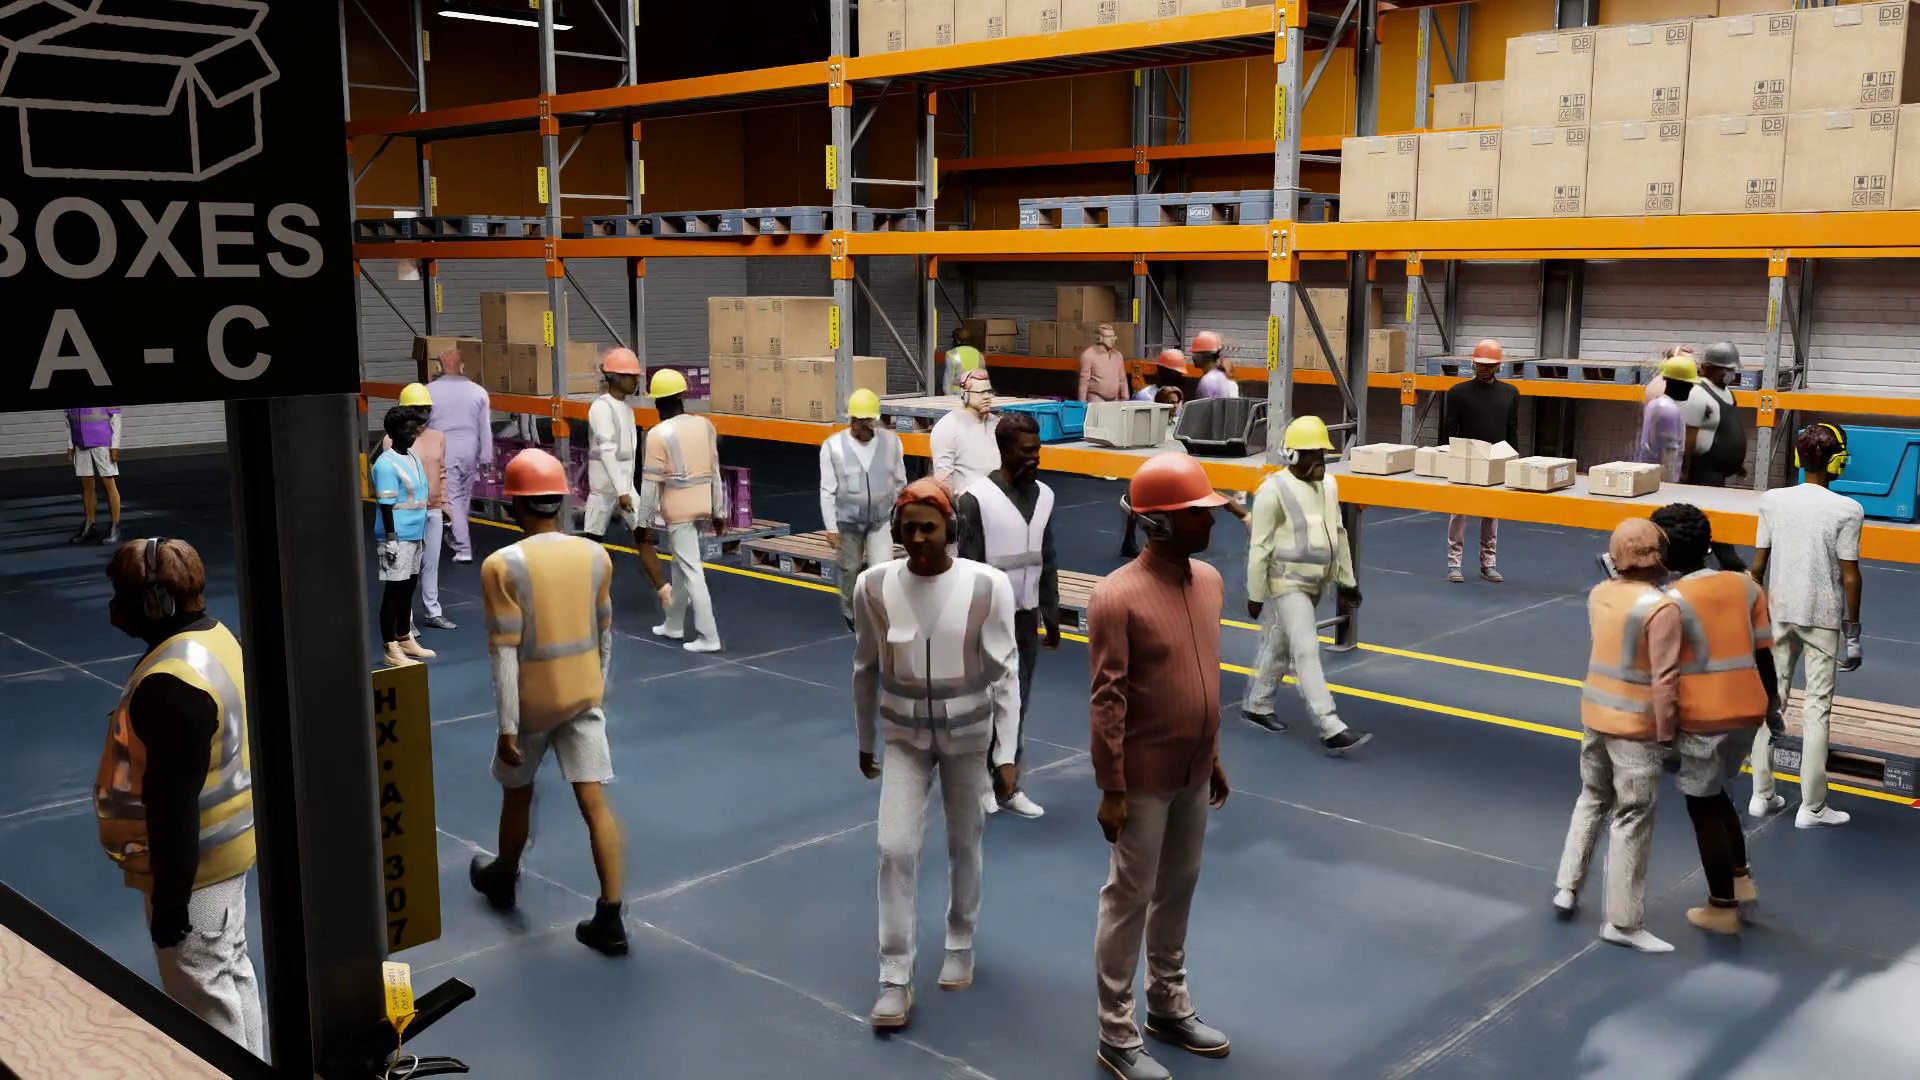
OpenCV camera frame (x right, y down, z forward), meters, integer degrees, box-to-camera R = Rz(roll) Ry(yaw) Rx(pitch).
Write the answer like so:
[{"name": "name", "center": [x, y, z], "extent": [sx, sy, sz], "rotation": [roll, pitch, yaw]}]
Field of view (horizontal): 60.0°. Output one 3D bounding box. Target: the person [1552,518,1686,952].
[{"name": "person", "center": [2.539, 0.731, 6.343], "extent": [0.338, 1.623, 0.575], "rotation": [-2, 9, -10]}]

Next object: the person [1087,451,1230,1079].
[{"name": "person", "center": [0.641, 0.713, 5.268], "extent": [0.370, 1.996, 0.622], "rotation": [9, 13, 43]}]

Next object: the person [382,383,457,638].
[{"name": "person", "center": [-3.783, -0.213, 11.649], "extent": [0.301, 1.772, 0.524], "rotation": [6, 11, 32]}]

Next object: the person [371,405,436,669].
[{"name": "person", "center": [-3.582, -0.022, 10.704], "extent": [0.318, 1.694, 0.539], "rotation": [0, 9, 3]}]

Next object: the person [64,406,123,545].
[{"name": "person", "center": [-8.055, -0.911, 15.429], "extent": [0.545, 1.933, 0.376], "rotation": [2, 9, 12]}]

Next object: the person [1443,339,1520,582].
[{"name": "person", "center": [4.258, -0.640, 13.584], "extent": [0.622, 1.989, 0.390], "rotation": [0, 9, -2]}]

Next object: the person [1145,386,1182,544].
[{"name": "person", "center": [1.643, -0.415, 13.301], "extent": [0.525, 1.638, 0.317], "rotation": [-6, 11, -34]}]

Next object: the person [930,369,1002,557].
[{"name": "person", "center": [0.102, -0.166, 10.944], "extent": [0.399, 1.908, 0.643], "rotation": [9, 13, 43]}]

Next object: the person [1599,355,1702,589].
[{"name": "person", "center": [5.404, -0.493, 12.953], "extent": [0.598, 1.903, 0.595], "rotation": [3, 10, 17]}]

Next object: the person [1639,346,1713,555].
[{"name": "person", "center": [6.418, -0.780, 14.795], "extent": [0.875, 1.869, 0.685], "rotation": [8, 12, 41]}]

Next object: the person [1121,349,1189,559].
[{"name": "person", "center": [1.719, -0.715, 14.451], "extent": [0.539, 1.887, 0.933], "rotation": [-6, 11, -31]}]

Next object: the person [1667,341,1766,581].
[{"name": "person", "center": [6.119, -0.669, 13.615], "extent": [0.957, 2.000, 0.687], "rotation": [7, 12, 37]}]

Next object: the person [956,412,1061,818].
[{"name": "person", "center": [0.234, 0.358, 7.719], "extent": [0.456, 1.904, 0.628], "rotation": [8, 12, 41]}]

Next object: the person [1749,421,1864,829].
[{"name": "person", "center": [3.899, 0.389, 7.653], "extent": [0.321, 1.871, 0.532], "rotation": [-6, 11, -34]}]

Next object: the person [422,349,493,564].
[{"name": "person", "center": [-4.493, -0.745, 14.661], "extent": [0.641, 1.853, 0.979], "rotation": [-8, 12, -39]}]

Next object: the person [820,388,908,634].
[{"name": "person", "center": [-0.645, -0.159, 11.342], "extent": [0.636, 1.781, 0.942], "rotation": [-2, 9, -11]}]

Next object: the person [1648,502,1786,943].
[{"name": "person", "center": [2.874, 0.693, 6.417], "extent": [0.558, 1.652, 0.514], "rotation": [-4, 10, -21]}]

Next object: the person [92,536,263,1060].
[{"name": "person", "center": [-2.171, 0.897, 4.664], "extent": [0.430, 1.836, 0.619], "rotation": [-3, 10, -18]}]

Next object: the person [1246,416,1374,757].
[{"name": "person", "center": [1.876, 0.230, 8.878], "extent": [0.596, 1.779, 0.935], "rotation": [-9, 13, -44]}]

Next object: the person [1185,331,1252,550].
[{"name": "person", "center": [2.320, -0.860, 14.893], "extent": [0.849, 2.020, 0.609], "rotation": [3, 10, 16]}]

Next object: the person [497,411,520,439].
[{"name": "person", "center": [-5.802, -1.853, 21.551], "extent": [0.681, 1.821, 0.634], "rotation": [-2, 9, -10]}]

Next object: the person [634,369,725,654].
[{"name": "person", "center": [-1.935, -0.193, 11.125], "extent": [0.848, 1.890, 0.605], "rotation": [6, 11, 33]}]

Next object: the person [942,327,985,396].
[{"name": "person", "center": [-0.025, -1.762, 20.971], "extent": [0.662, 1.824, 0.603], "rotation": [-6, 11, -35]}]

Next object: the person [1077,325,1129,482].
[{"name": "person", "center": [1.809, -1.638, 20.019], "extent": [0.681, 1.880, 0.757], "rotation": [-8, 12, -39]}]

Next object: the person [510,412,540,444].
[{"name": "person", "center": [-5.253, -1.633, 20.049], "extent": [0.328, 1.872, 0.512], "rotation": [2, 10, 14]}]

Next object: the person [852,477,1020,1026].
[{"name": "person", "center": [-0.095, 0.719, 5.680], "extent": [0.604, 1.852, 0.825], "rotation": [1, 9, 7]}]

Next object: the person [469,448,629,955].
[{"name": "person", "center": [-1.584, 0.591, 6.378], "extent": [0.567, 1.877, 1.005], "rotation": [-8, 12, -41]}]

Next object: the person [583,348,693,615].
[{"name": "person", "center": [-2.491, -0.403, 12.172], "extent": [1.069, 1.986, 0.628], "rotation": [2, 10, 13]}]

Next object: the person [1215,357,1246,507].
[{"name": "person", "center": [2.771, -1.168, 17.992], "extent": [0.818, 1.597, 0.535], "rotation": [6, 11, 33]}]
